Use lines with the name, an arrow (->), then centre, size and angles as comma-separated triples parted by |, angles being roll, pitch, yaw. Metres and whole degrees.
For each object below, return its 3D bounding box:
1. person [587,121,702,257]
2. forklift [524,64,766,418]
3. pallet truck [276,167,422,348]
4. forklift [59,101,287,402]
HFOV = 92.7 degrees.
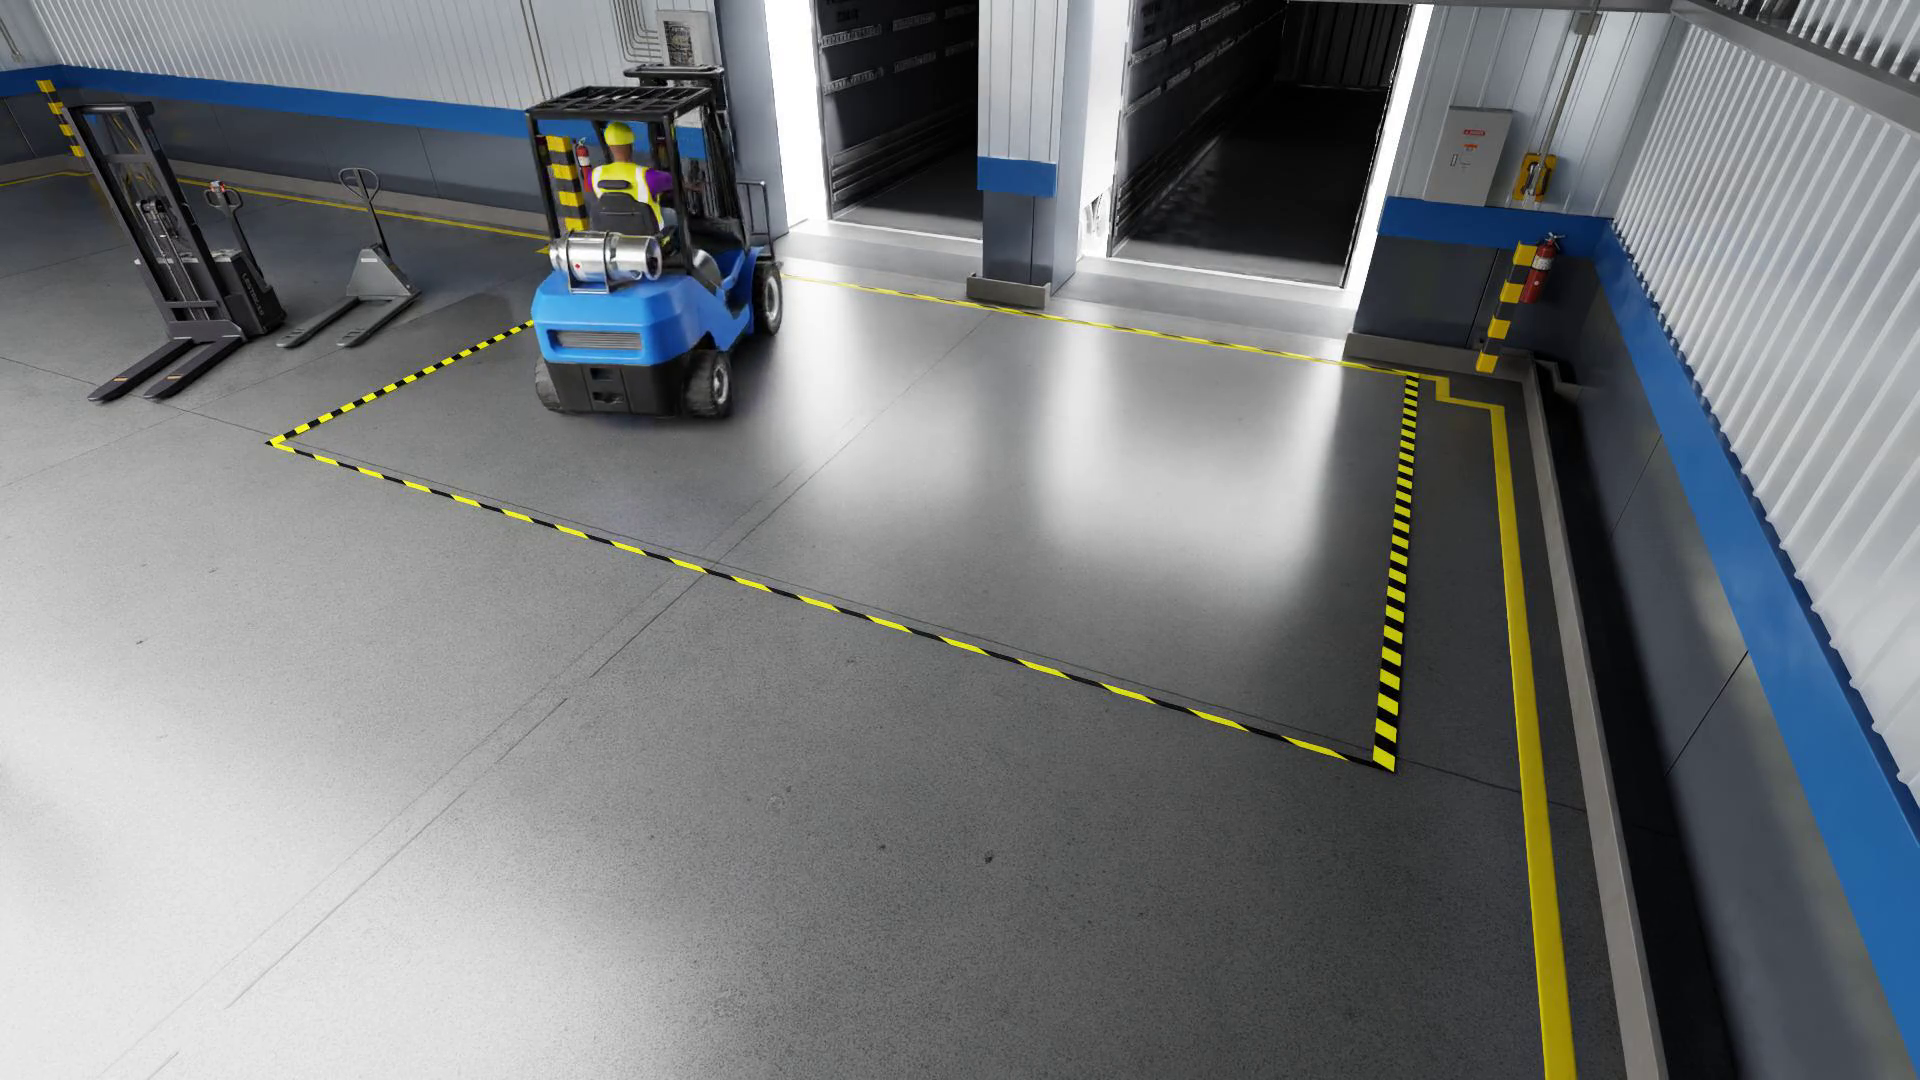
person -> -2.389, -2.629, 7.143 | 0.635, 1.294, 1.004 | 3, 35, 4
forklift -> -2.402, -2.442, 7.203 | 1.157, 2.036, 2.680 | 3, 35, 4
pallet truck -> -5.732, -2.611, 8.414 | 0.680, 1.201, 1.601 | -1, 35, -1
forklift -> -6.686, -2.387, 7.434 | 0.823, 1.965, 1.885 | -3, 35, -5
